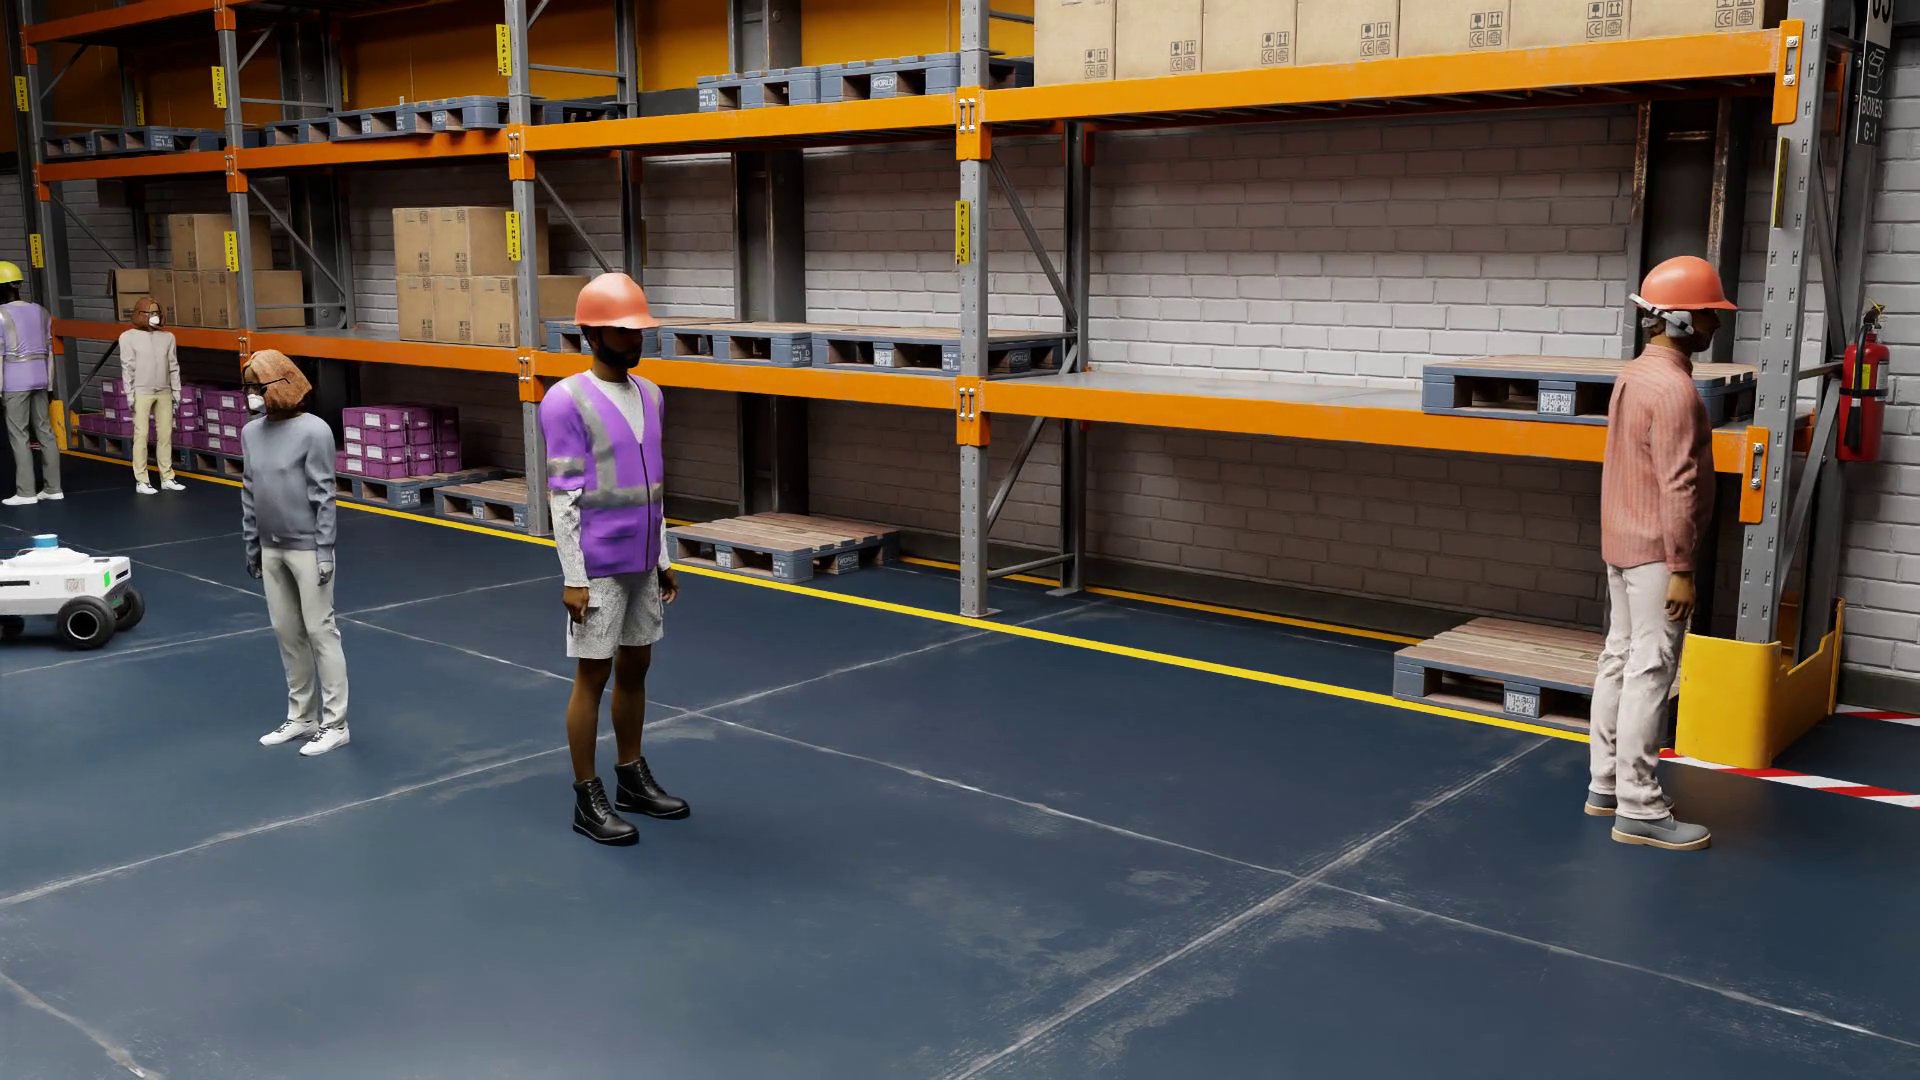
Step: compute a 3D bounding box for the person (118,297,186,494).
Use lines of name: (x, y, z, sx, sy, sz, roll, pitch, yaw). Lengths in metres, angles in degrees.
person: (-6.682, -1.194, 13.767, 0.281, 1.625, 0.493, 7, 12, 34)

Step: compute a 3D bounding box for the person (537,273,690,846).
person: (-1.171, 0.061, 5.725, 0.354, 1.939, 0.544, 5, 11, 28)

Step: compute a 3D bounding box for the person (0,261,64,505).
person: (-7.429, -1.231, 13.151, 0.398, 1.919, 0.592, 3, 10, 18)

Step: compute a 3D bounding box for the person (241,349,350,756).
person: (-2.702, 0.047, 6.703, 0.503, 1.623, 0.299, 5, 11, 27)

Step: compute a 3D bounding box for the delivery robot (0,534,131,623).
delivery robot: (-4.660, 0.215, 8.517, 0.707, 0.478, 0.477, -1, 10, -7)

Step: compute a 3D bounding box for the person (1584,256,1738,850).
person: (2.381, 0.041, 5.678, 0.381, 1.994, 0.614, 1, 10, 5)
